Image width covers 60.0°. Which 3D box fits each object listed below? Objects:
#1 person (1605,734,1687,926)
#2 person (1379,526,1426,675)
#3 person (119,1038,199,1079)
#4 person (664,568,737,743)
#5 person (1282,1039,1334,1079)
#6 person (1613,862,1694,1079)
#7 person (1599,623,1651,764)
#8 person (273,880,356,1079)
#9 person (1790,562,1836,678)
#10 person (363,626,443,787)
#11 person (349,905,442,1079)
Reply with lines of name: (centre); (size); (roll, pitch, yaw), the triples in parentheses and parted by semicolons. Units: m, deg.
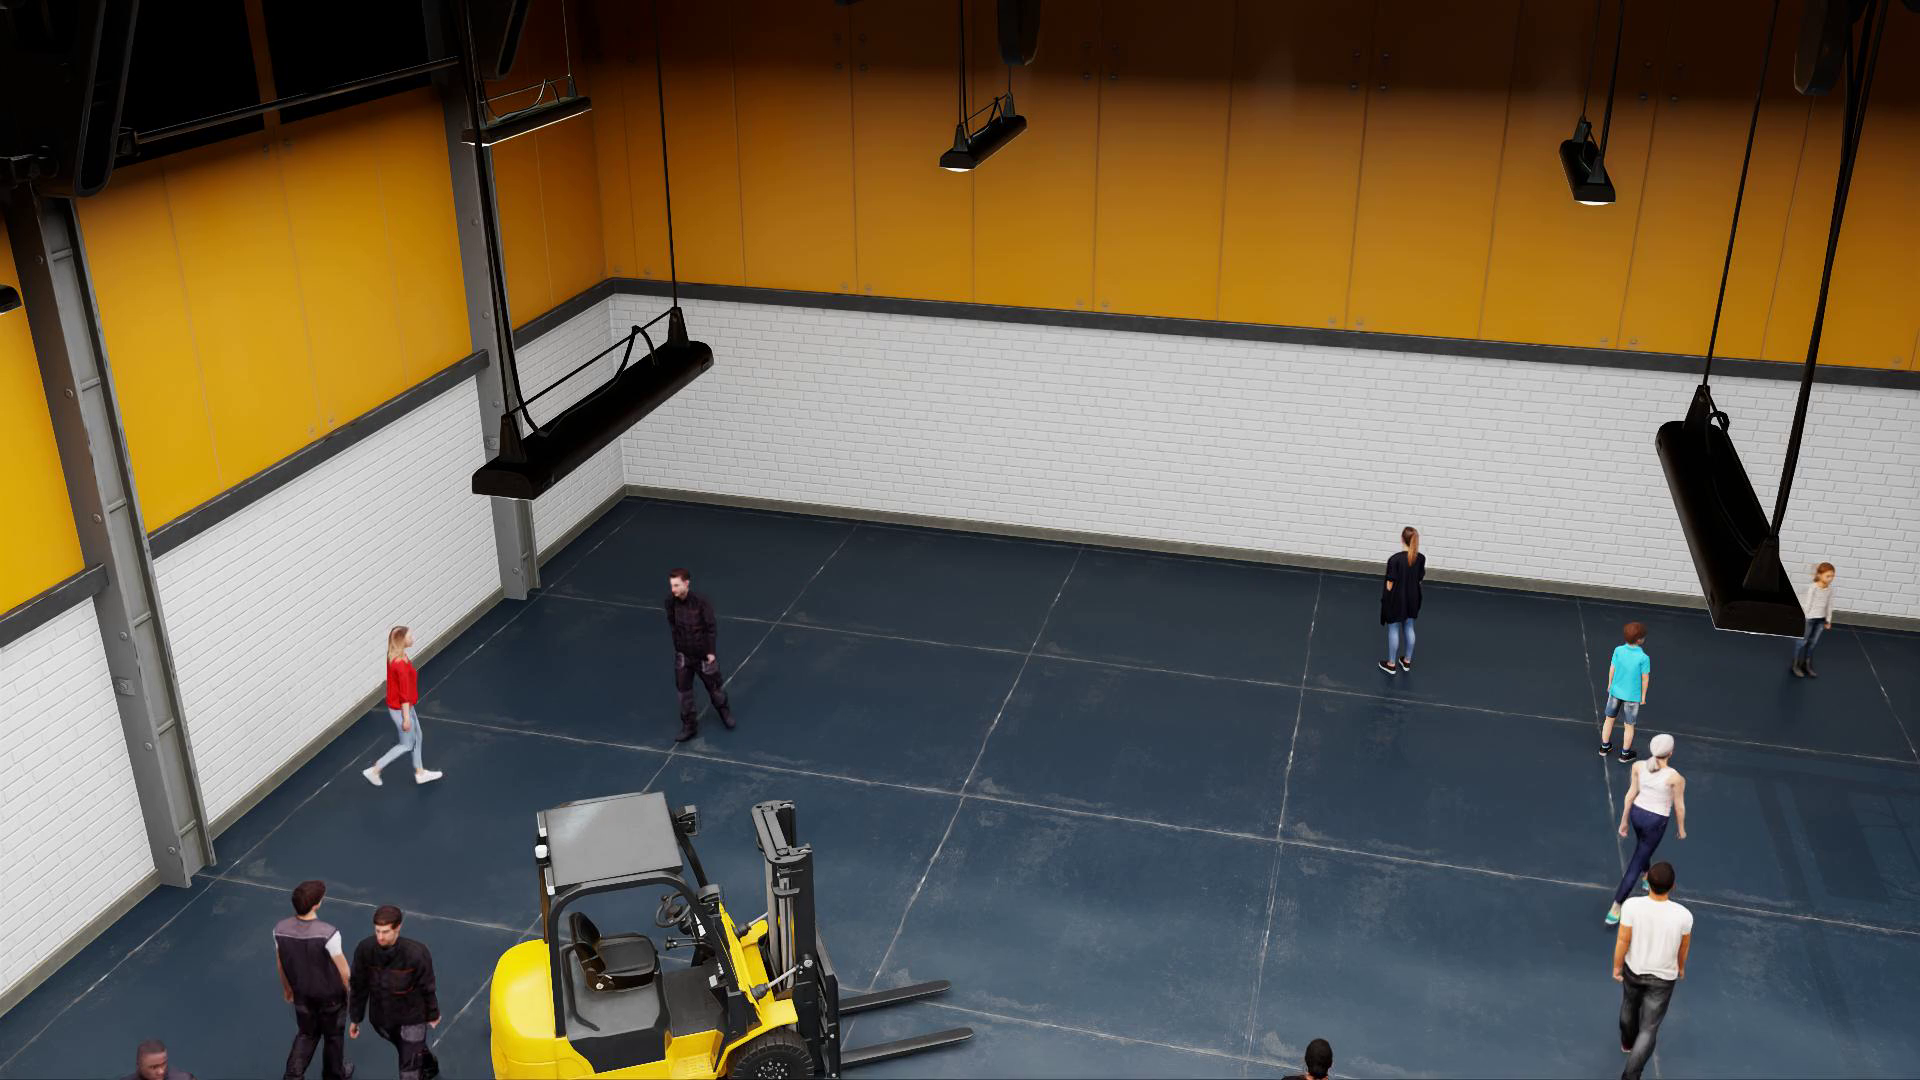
person: (5.665, 2.438, 13.807); (1.274, 1.644, 1.106); (-18, 29, -35)
person: (4.762, 0.637, 17.880); (0.719, 1.683, 0.726); (-6, 24, -13)
person: (-4.972, 3.823, 10.434); (0.944, 1.808, 1.046); (-3, 24, -8)
person: (-2.602, 1.100, 16.574); (0.720, 1.880, 0.910); (5, 24, 11)
person: (2.167, 3.897, 10.341); (0.690, 1.747, 0.791); (9, 25, 21)
person: (4.959, 3.163, 11.985); (0.851, 1.776, 1.209); (14, 27, 28)
person: (6.512, 1.470, 16.266); (0.589, 1.448, 0.603); (21, 31, 39)
person: (-4.570, 3.248, 11.735); (0.731, 1.820, 0.931); (3, 24, 6)
person: (9.159, 0.843, 17.867); (0.556, 1.315, 0.603); (-4, 24, -10)
person: (-5.322, 1.617, 15.637); (1.046, 1.683, 0.983); (-14, 27, -29)
person: (-3.891, 3.286, 11.684); (0.747, 1.790, 1.154); (5, 24, 12)
